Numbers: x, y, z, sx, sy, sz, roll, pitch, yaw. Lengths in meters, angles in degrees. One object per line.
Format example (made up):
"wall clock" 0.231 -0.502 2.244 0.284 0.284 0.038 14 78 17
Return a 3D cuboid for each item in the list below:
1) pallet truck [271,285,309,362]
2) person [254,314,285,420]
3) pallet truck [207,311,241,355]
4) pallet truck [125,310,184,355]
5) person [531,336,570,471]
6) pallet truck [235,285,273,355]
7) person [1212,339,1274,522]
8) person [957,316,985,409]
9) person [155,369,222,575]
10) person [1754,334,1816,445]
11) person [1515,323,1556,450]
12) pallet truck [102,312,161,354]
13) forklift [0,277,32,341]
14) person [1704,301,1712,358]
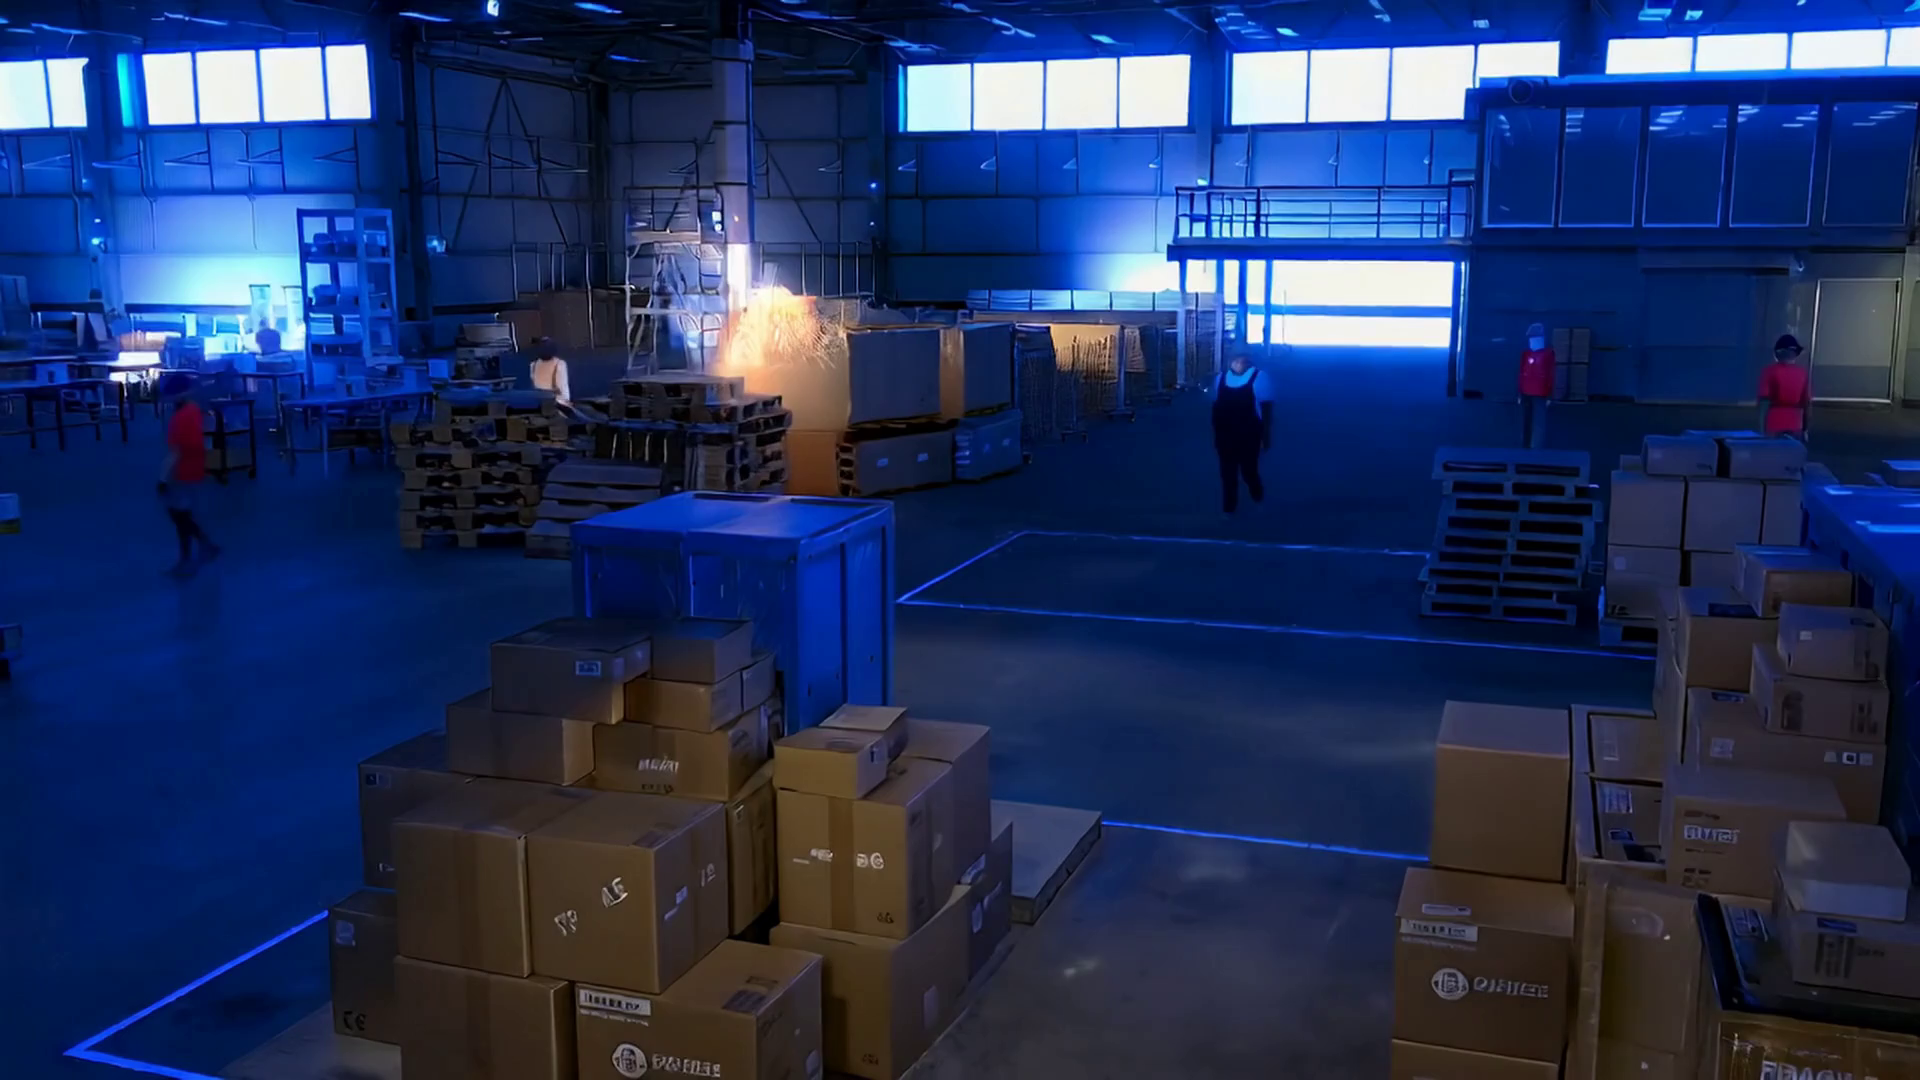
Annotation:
"pallet truck" -17.147 -5.700 43.663 0.823 1.965 1.885 3 11 17
"person" -12.003 -2.998 28.953 0.537 1.817 0.820 -2 10 -9
"pallet truck" -19.537 -5.575 44.913 0.653 1.274 1.630 3 11 19
"pallet truck" -22.038 -5.665 45.457 0.704 1.261 1.522 3 11 17
"person" -5.288 -1.718 21.613 0.590 1.864 0.652 4 11 21
"pallet truck" -18.327 -5.835 44.421 0.823 1.965 1.885 4 11 23
"person" 3.052 -1.203 18.214 0.701 2.000 0.551 6 12 32
"person" 0.212 -3.345 31.192 0.527 1.721 0.938 0 10 1
"person" -7.170 -0.617 15.280 0.429 1.914 0.564 -2 10 -12
"person" 9.240 -1.290 18.705 0.609 2.040 0.394 1 10 7
"person" 8.161 -2.110 23.634 0.355 1.930 0.587 -7 12 -35
"pallet truck" -23.057 -5.777 46.261 0.680 1.201 1.601 3 11 19
"forklift" -27.151 -6.329 46.328 1.157 1.987 2.680 3 11 17
"person" 18.306 -5.184 40.994 0.676 1.893 0.414 -7 12 -36
